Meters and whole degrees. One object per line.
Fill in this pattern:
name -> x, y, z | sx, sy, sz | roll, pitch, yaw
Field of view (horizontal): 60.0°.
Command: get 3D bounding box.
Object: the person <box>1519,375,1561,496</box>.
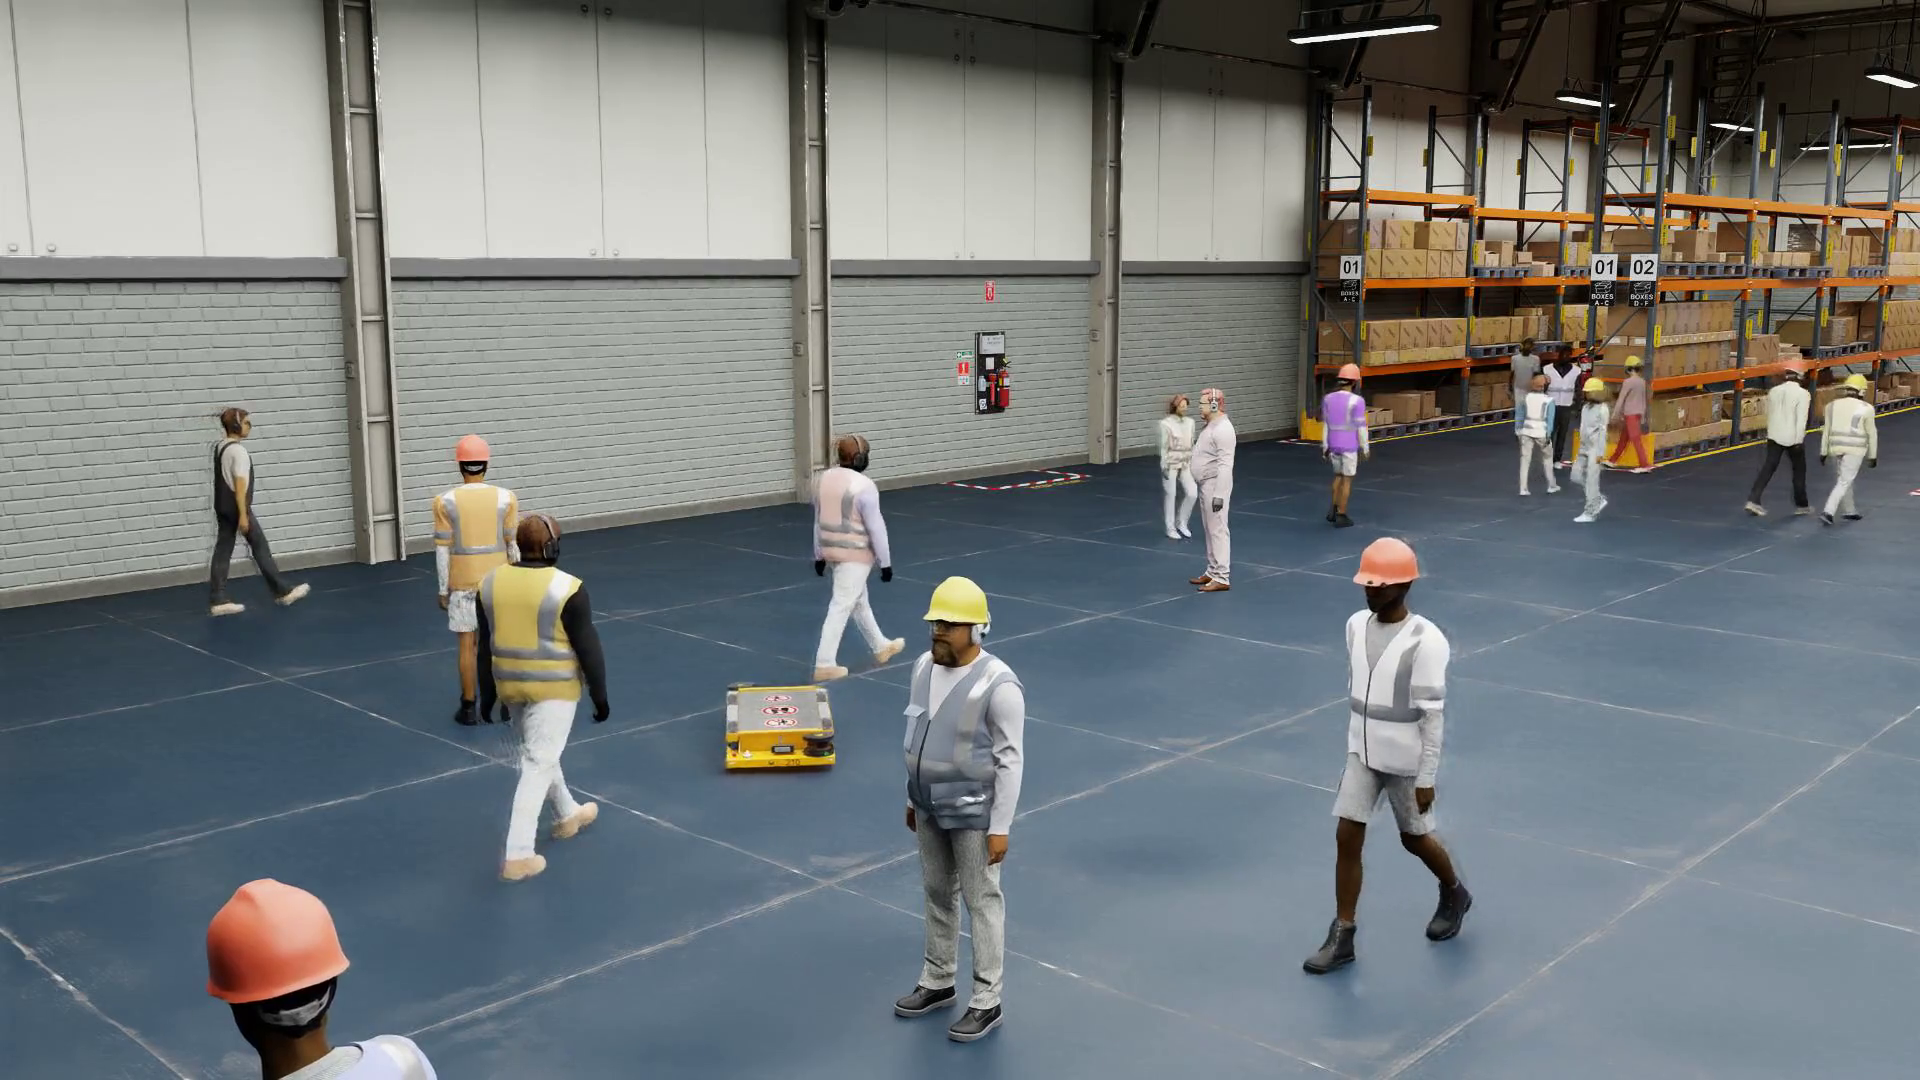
person -> 7.728, -1.391, 22.157 | 0.794, 1.607, 0.521 | -9, 13, -42

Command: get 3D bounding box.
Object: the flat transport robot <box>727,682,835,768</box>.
flat transport robot -> -1.165, 1.162, 10.650 | 0.652, 0.197, 1.431 | -1, 9, -8

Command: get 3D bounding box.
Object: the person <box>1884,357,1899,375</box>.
person -> 21.216, -4.143, 37.836 | 1.089, 1.968, 0.683 | 5, 11, 28

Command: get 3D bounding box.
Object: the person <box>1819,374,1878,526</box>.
person -> 10.438, -1.056, 19.588 | 0.892, 1.794, 0.618 | -5, 10, -26

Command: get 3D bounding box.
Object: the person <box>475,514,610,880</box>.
person -> -2.117, 0.762, 8.491 | 0.654, 1.790, 0.975 | 4, 10, 22

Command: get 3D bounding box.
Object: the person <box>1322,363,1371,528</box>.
person -> 4.526, -1.097, 19.411 | 0.452, 1.921, 0.561 | -7, 12, -38

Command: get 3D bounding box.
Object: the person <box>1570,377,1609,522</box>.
person -> 7.525, -1.071, 19.796 | 0.404, 1.728, 0.504 | -2, 10, -12

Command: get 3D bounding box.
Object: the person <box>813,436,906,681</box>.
person -> -0.738, 0.120, 12.379 | 0.961, 1.788, 0.647 | -8, 12, -40

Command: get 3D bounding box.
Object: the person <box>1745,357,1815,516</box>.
person -> 10.062, -1.258, 20.322 | 1.012, 1.951, 0.621 | -4, 10, -24

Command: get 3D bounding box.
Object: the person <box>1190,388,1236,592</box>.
person -> 2.361, -0.471, 15.636 | 0.401, 1.906, 0.650 | 0, 9, -2

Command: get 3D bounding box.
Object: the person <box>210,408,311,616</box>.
person -> -6.239, -0.261, 14.651 | 0.539, 1.805, 0.906 | 8, 13, 42

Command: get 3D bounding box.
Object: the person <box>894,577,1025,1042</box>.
person -> -0.020, 1.047, 6.590 | 0.404, 1.836, 0.597 | -9, 13, -43

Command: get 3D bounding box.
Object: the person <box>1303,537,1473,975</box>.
person -> 1.933, 0.910, 7.269 | 0.945, 1.902, 0.555 | -6, 11, -34

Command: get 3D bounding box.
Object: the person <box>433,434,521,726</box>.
person -> -3.203, 0.262, 11.072 | 0.551, 1.935, 0.368 | -4, 10, -24

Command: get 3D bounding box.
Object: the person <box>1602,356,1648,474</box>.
person -> 9.887, -1.856, 24.651 | 0.528, 1.723, 0.883 | -9, 13, -42

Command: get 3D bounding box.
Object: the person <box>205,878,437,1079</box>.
person -> -1.207, 1.571, 3.102 | 0.369, 1.931, 0.552 | 4, 10, 22

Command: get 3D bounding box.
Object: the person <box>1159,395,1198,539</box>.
person -> 2.434, -0.805, 18.519 | 0.531, 1.621, 0.409 | -5, 11, -30

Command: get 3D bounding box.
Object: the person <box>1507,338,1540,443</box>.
person -> 9.878, -2.639, 29.122 | 0.535, 1.823, 0.977 | 2, 10, 15

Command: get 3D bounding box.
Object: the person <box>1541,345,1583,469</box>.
person -> 8.971, -1.968, 24.864 | 0.609, 1.871, 0.831 | 2, 9, 10
